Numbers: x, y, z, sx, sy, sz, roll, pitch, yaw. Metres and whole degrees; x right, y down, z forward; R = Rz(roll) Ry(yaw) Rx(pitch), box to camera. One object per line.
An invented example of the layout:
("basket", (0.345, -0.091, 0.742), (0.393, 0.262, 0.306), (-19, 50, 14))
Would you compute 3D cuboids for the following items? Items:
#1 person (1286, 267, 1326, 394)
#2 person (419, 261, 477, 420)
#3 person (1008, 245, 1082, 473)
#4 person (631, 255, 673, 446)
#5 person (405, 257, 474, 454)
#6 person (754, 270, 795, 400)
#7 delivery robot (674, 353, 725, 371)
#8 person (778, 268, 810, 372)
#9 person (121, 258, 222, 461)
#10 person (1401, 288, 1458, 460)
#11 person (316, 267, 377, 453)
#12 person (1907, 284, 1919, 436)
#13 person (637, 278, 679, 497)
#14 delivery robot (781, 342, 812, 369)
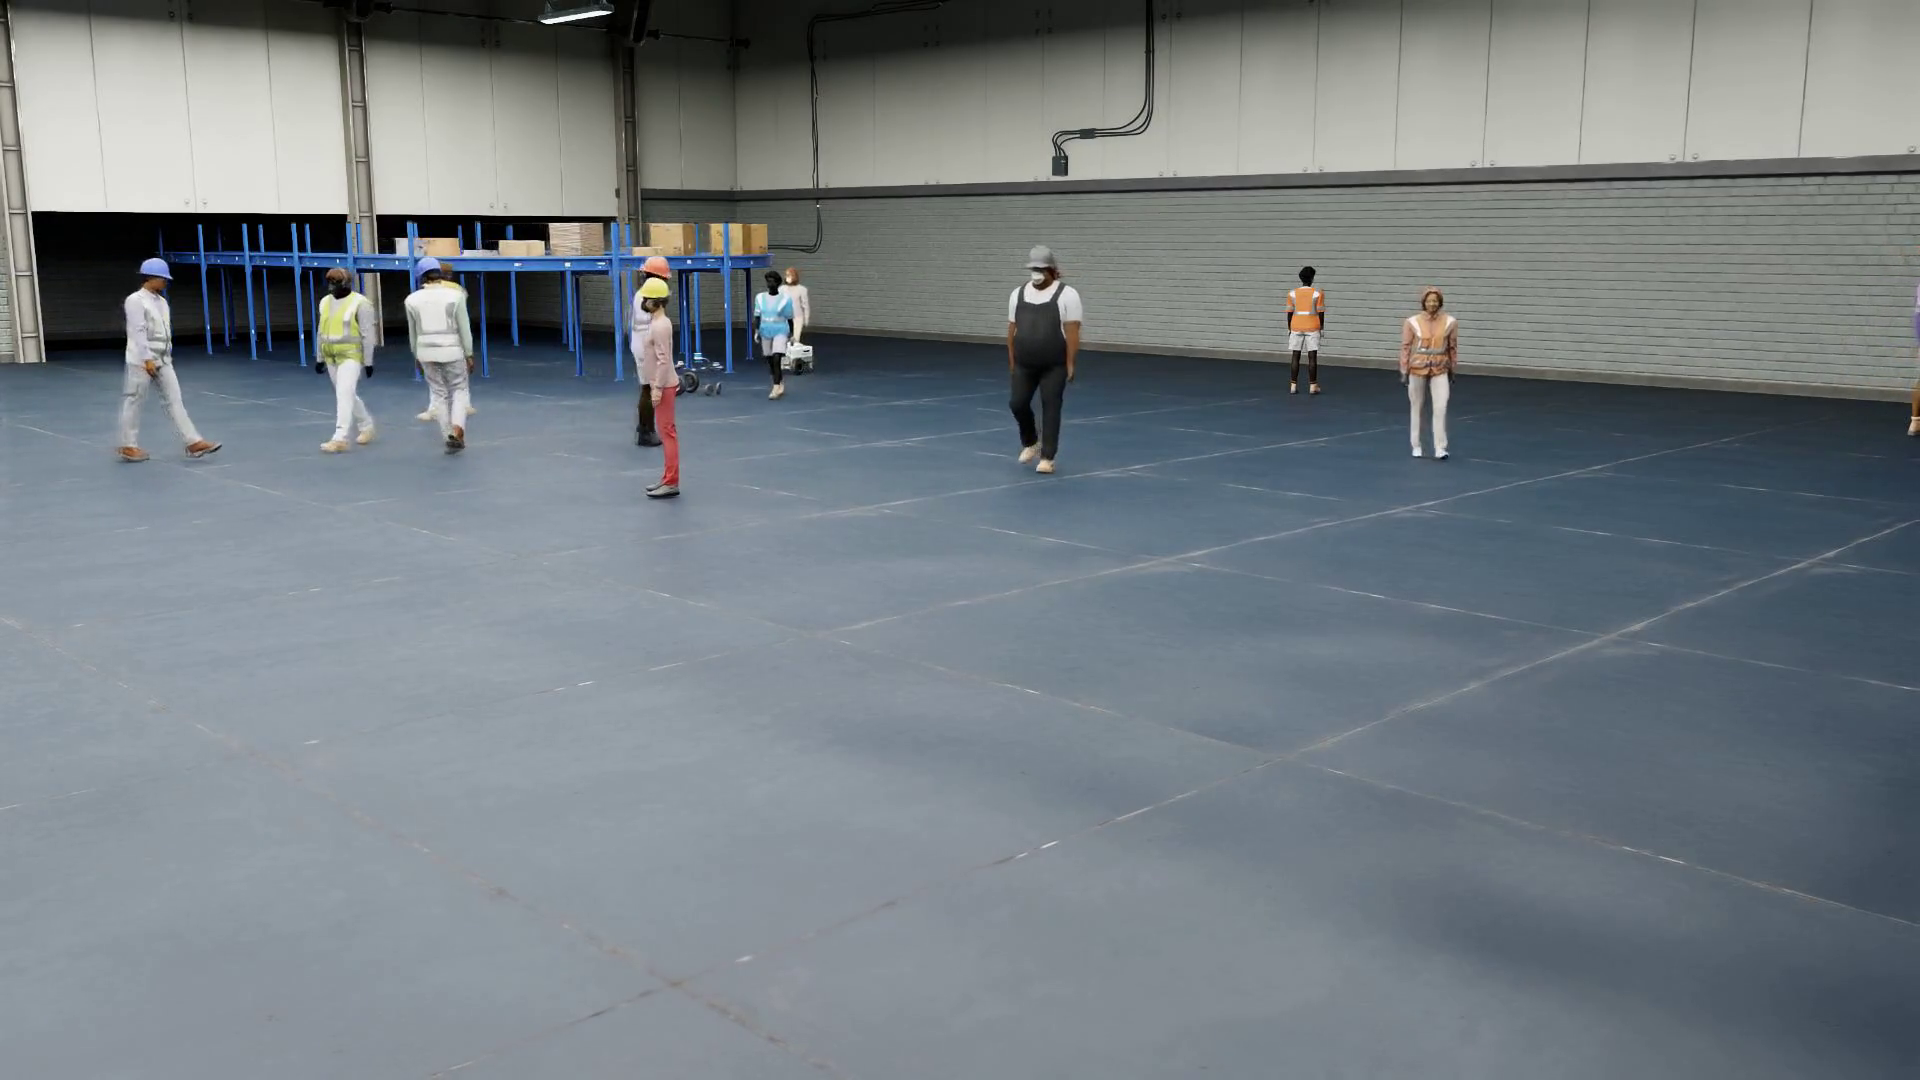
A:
("person", (4.638, -2.814, 22.322), (0.532, 1.693, 0.319), (5, 11, 25))
("person", (-5.997, -2.319, 19.339), (0.435, 1.813, 0.713), (8, 13, 37))
("person", (0.731, -1.618, 14.966), (0.703, 2.000, 0.535), (4, 11, 21))
("person", (-3.083, -1.893, 16.701), (0.465, 1.909, 0.597), (1, 10, 5))
("person", (-5.043, -1.791, 16.184), (0.646, 1.904, 0.483), (0, 10, -2))
("person", (-2.407, -2.701, 21.784), (0.519, 1.661, 0.792), (3, 11, 17))
("delivery robot", (-3.507, -2.391, 22.270), (0.698, 0.223, 0.335), (3, 11, 14))
("person", (-2.614, -3.376, 25.648), (0.513, 1.599, 0.817), (4, 11, 21))
("person", (-7.526, -1.685, 15.616), (0.912, 1.892, 0.651), (1, 10, 8))
("person", (4.424, -1.549, 15.655), (0.534, 1.607, 0.759), (1, 10, 8))
("person", (-6.130, -1.824, 16.635), (0.630, 1.808, 0.906), (5, 12, 26))
("person", (10.313, -2.099, 17.469), (0.391, 2.040, 0.615), (-2, 11, -8))
("person", (-2.449, -1.242, 13.540), (0.313, 1.771, 0.524), (-2, 11, -8))
("delivery robot", (-2.572, -2.881, 25.655), (0.477, 0.478, 0.707), (5, 11, 24))
